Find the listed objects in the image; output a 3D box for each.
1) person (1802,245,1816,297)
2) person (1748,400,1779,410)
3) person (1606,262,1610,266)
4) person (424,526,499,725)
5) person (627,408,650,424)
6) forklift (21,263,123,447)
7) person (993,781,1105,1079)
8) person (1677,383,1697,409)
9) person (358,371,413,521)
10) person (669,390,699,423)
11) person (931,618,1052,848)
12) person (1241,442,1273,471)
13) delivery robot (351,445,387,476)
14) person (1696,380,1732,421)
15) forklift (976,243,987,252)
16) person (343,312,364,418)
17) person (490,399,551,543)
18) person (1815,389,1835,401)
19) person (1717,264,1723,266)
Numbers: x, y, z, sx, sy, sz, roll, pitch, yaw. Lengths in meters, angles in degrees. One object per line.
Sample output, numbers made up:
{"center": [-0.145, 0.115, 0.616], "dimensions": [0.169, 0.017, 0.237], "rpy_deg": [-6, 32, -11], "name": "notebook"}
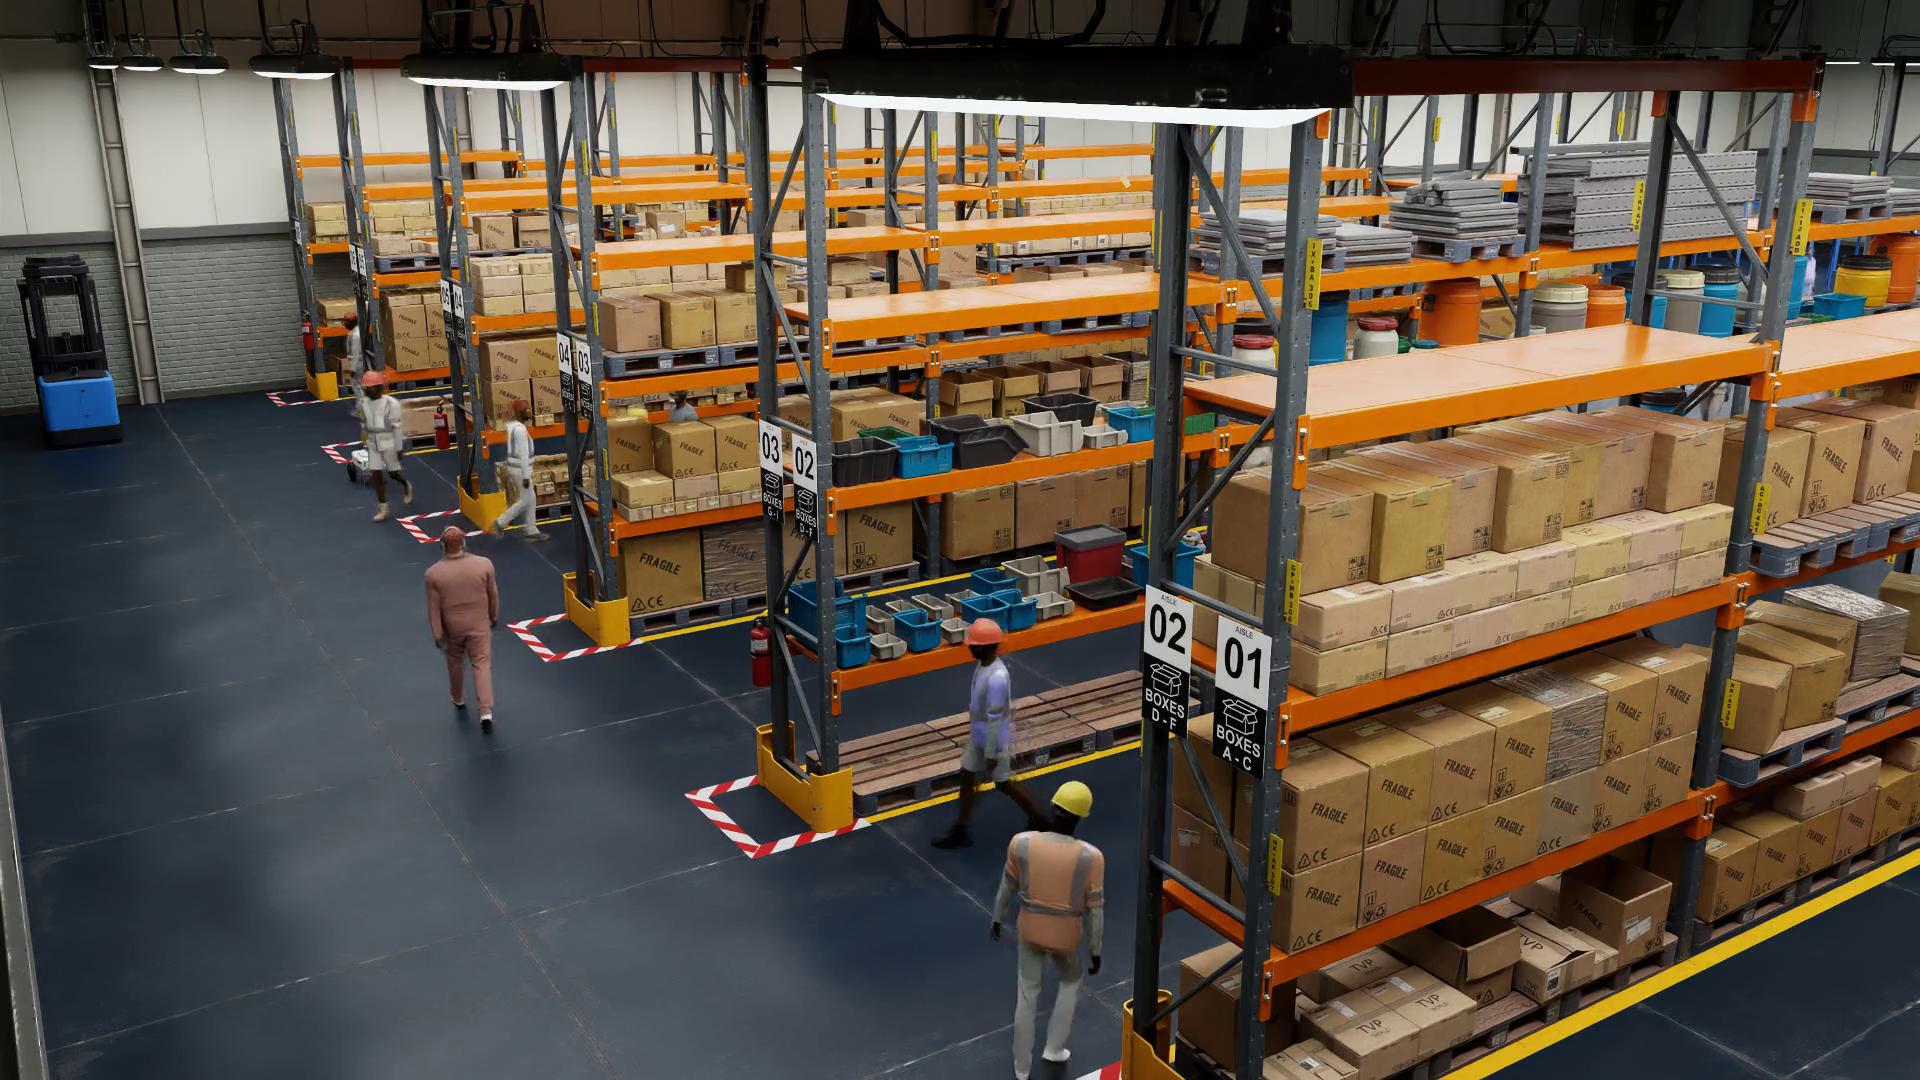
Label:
{"center": [19.457, -5.878, 36.487], "dimensions": [0.658, 1.888, 0.552], "rpy_deg": [-7, 18, -23], "name": "person"}
{"center": [11.139, -1.334, 22.041], "dimensions": [0.424, 1.611, 0.515], "rpy_deg": [-8, 19, -24], "name": "person"}
{"center": [16.842, -7.472, 41.735], "dimensions": [0.640, 1.890, 1.033], "rpy_deg": [2, 17, 7], "name": "person"}
{"center": [-4.613, 0.780, 14.714], "dimensions": [0.642, 1.862, 0.991], "rpy_deg": [-6, 18, -19], "name": "person"}
{"center": [-4.082, -0.782, 19.943], "dimensions": [0.569, 1.789, 0.610], "rpy_deg": [1, 17, 2], "name": "person"}
{"center": [-14.518, -3.079, 25.708], "dimensions": [1.129, 2.768, 1.873], "rpy_deg": [-10, 20, -31], "name": "forklift"}
{"center": [0.511, 2.358, 9.501], "dimensions": [0.723, 1.875, 0.535], "rpy_deg": [4, 17, 13], "name": "person"}
{"center": [11.533, -2.311, 25.115], "dimensions": [0.319, 1.695, 0.539], "rpy_deg": [12, 20, 33], "name": "person"}
{"center": [-7.743, -1.310, 21.276], "dimensions": [0.610, 2.028, 0.742], "rpy_deg": [3, 17, 8], "name": "person"}
{"center": [-3.637, -1.117, 20.790], "dimensions": [0.370, 1.940, 0.627], "rpy_deg": [-12, 21, -34], "name": "person"}
{"center": [0.277, 1.501, 12.281], "dimensions": [0.949, 1.901, 0.553], "rpy_deg": [-4, 17, -12], "name": "person"}
{"center": [3.724, -0.650, 19.593], "dimensions": [0.648, 1.749, 0.529], "rpy_deg": [-10, 20, -30], "name": "person"}
{"center": [-8.678, -1.157, 23.172], "dimensions": [0.477, 0.478, 0.707], "rpy_deg": [-11, 20, -33], "name": "delivery robot"}
{"center": [12.221, -2.406, 25.564], "dimensions": [0.519, 1.611, 0.725], "rpy_deg": [11, 20, 33], "name": "person"}
{"center": [0.988, -5.474, 34.718], "dimensions": [1.214, 2.155, 2.313], "rpy_deg": [-10, 20, -31], "name": "forklift"}
{"center": [-10.404, -3.021, 27.197], "dimensions": [0.387, 1.846, 0.619], "rpy_deg": [-7, 18, -22], "name": "person"}
{"center": [-5.658, -0.866, 20.096], "dimensions": [0.651, 1.859, 0.626], "rpy_deg": [-7, 18, -23], "name": "person"}
{"center": [14.390, -2.686, 26.080], "dimensions": [0.642, 1.863, 1.016], "rpy_deg": [8, 19, 25], "name": "person"}
{"center": [15.667, -4.785, 32.908], "dimensions": [1.019, 1.903, 0.621], "rpy_deg": [-4, 17, -13], "name": "person"}
